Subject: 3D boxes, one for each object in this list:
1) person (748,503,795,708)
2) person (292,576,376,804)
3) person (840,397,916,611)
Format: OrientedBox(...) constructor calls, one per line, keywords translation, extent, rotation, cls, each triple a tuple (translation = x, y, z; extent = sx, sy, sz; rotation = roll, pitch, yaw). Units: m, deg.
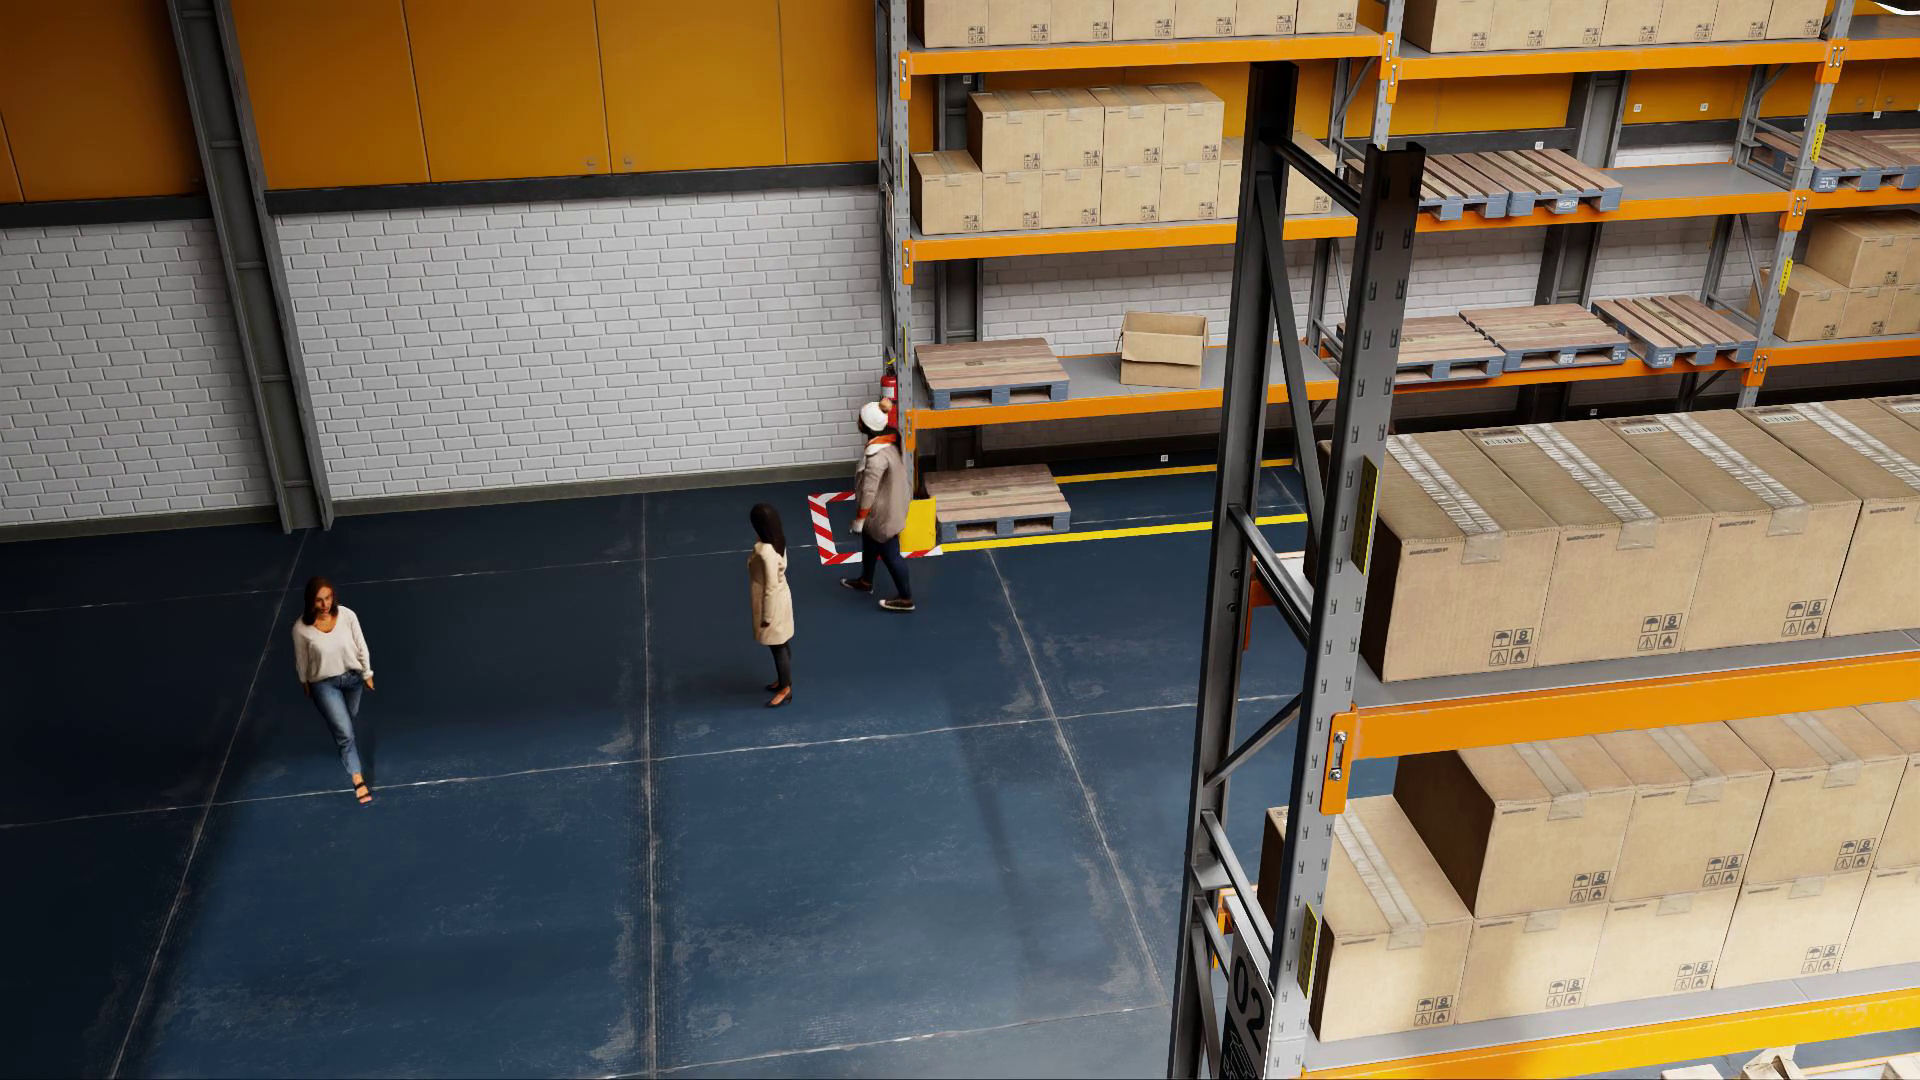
OrientedBox(translation=(-1.369, 0.472, 12.245), extent=(0.597, 1.680, 0.681), rotation=(1, 29, 1), cls="person")
OrientedBox(translation=(-4.299, 0.937, 11.438), extent=(1.125, 1.637, 0.963), rotation=(-17, 33, -29), cls="person")
OrientedBox(translation=(-0.522, -0.271, 13.412), extent=(1.034, 1.868, 0.882), rotation=(5, 29, 9), cls="person")
